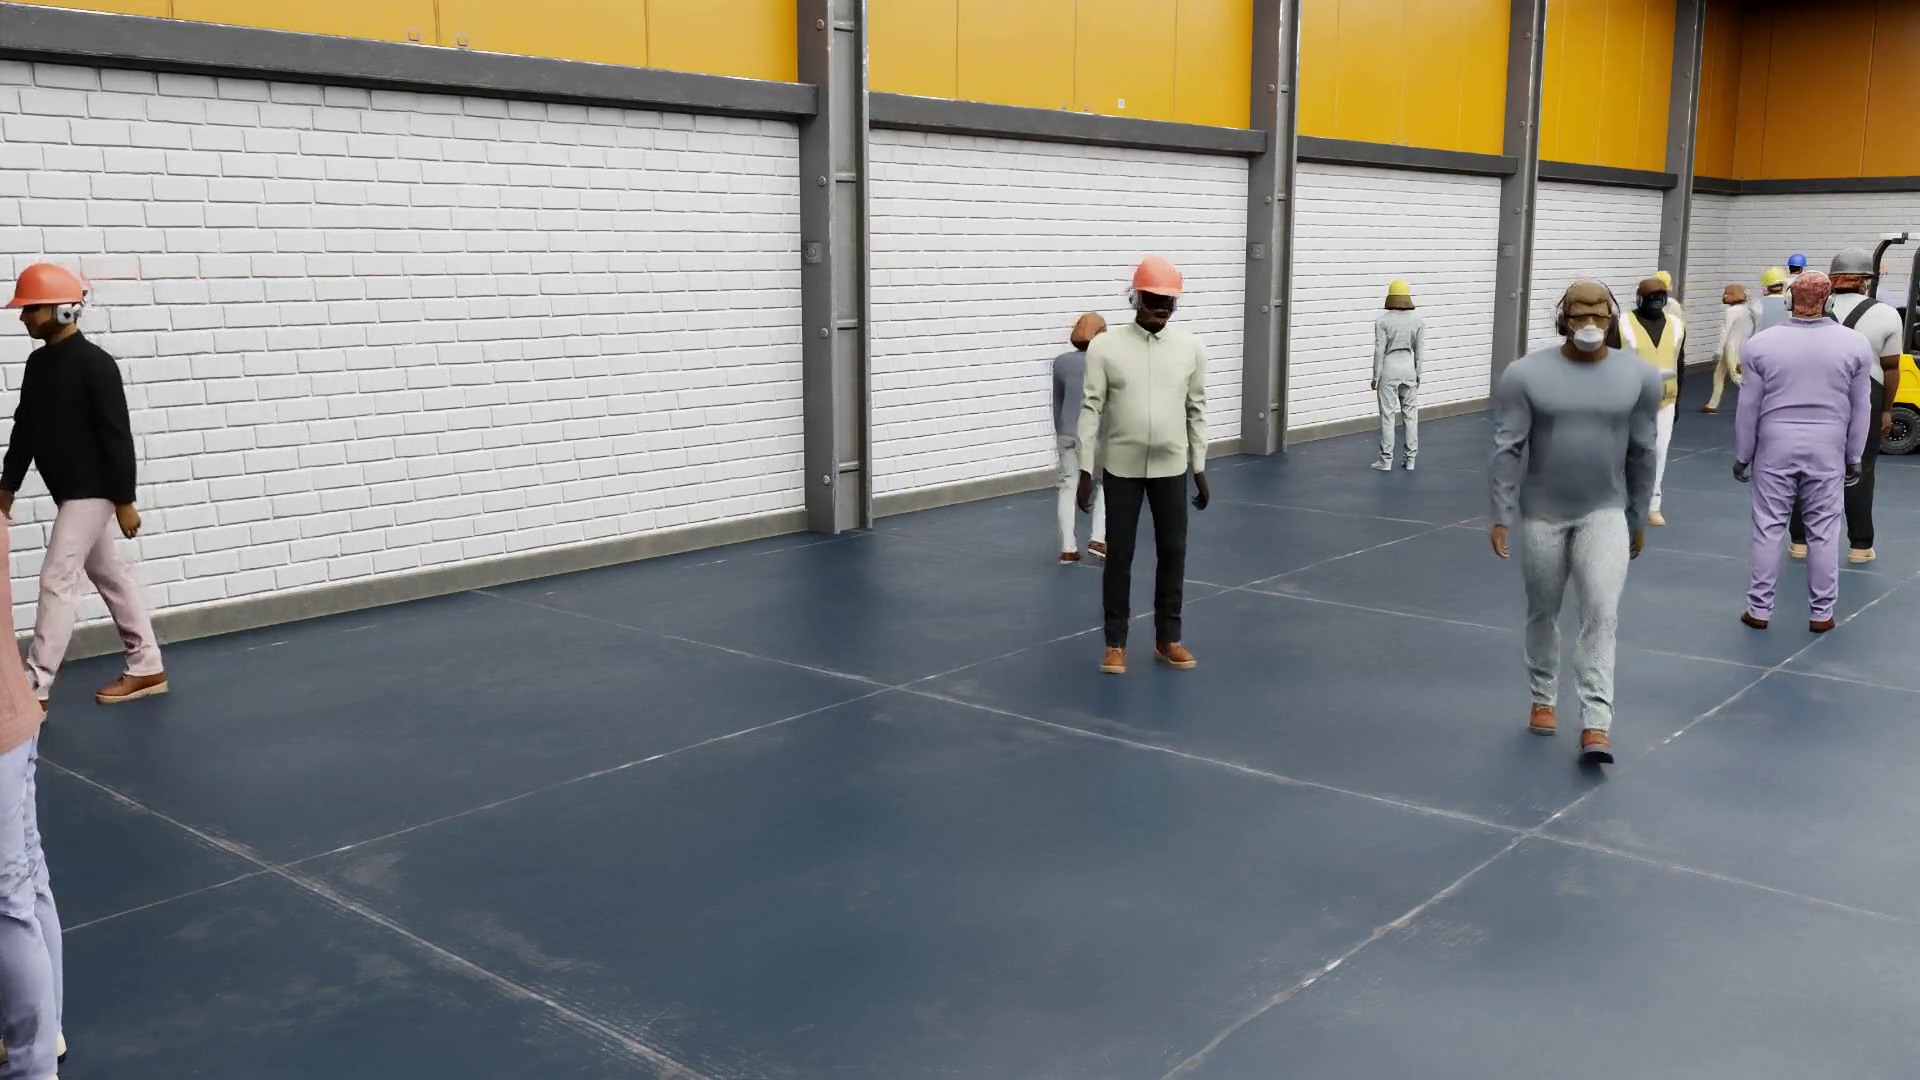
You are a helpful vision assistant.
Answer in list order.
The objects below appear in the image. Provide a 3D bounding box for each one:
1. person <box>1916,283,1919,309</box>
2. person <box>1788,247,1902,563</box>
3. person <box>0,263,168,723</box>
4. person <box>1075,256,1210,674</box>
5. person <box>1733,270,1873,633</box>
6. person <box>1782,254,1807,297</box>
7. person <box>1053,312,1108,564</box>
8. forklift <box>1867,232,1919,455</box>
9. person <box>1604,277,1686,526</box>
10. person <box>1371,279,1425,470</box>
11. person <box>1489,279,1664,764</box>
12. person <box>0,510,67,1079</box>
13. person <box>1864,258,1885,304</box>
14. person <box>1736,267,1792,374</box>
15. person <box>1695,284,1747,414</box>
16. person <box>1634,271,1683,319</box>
[{"bbox_3d":[10.969,-2.110,18.902,0.834,1.664,0.552,0,10,2],"label":"person"},{"bbox_3d":[5.726,-0.883,10.831,0.676,2.000,0.536,7,12,35],"label":"person"},{"bbox_3d":[-3.928,-0.197,7.163,0.615,1.949,0.958,9,13,42],"label":"person"},{"bbox_3d":[0.866,-0.349,7.968,0.692,1.984,0.405,-1,10,-7],"label":"person"},{"bbox_3d":[4.444,-0.462,8.813,0.636,1.911,0.405,4,11,22],"label":"person"},{"bbox_3d":[11.661,-3.033,23.333,0.388,1.947,0.614,-9,13,-41],"label":"person"},{"bbox_3d":[0.809,-0.652,10.728,0.517,1.618,0.463,6,12,32],"label":"person"},{"bbox_3d":[9.955,-1.972,16.595,2.313,2.155,1.214,1,10,8],"label":"forklift"},{"bbox_3d":[5.054,-1.044,12.391,0.632,1.824,0.721,0,10,-2],"label":"person"},{"bbox_3d":[3.996,-1.508,15.243,0.492,1.740,0.319,-2,10,-11],"label":"person"},{"bbox_3d":[2.439,-0.071,6.620,0.644,1.896,0.974,3,10,16],"label":"person"},{"bbox_3d":[-2.309,0.484,3.850,0.328,1.761,0.523,-4,11,-21],"label":"person"},{"bbox_3d":[10.154,-2.203,18.685,0.427,1.918,0.562,7,12,34],"label":"person"},{"bbox_3d":[8.348,-1.880,17.156,0.624,1.821,0.403,3,10,15],"label":"person"},{"bbox_3d":[9.390,-2.291,20.107,0.810,1.599,0.507,7,12,36],"label":"person"},{"bbox_3d":[7.241,-1.945,17.598,0.713,1.786,0.629,-5,11,-25],"label":"person"}]
